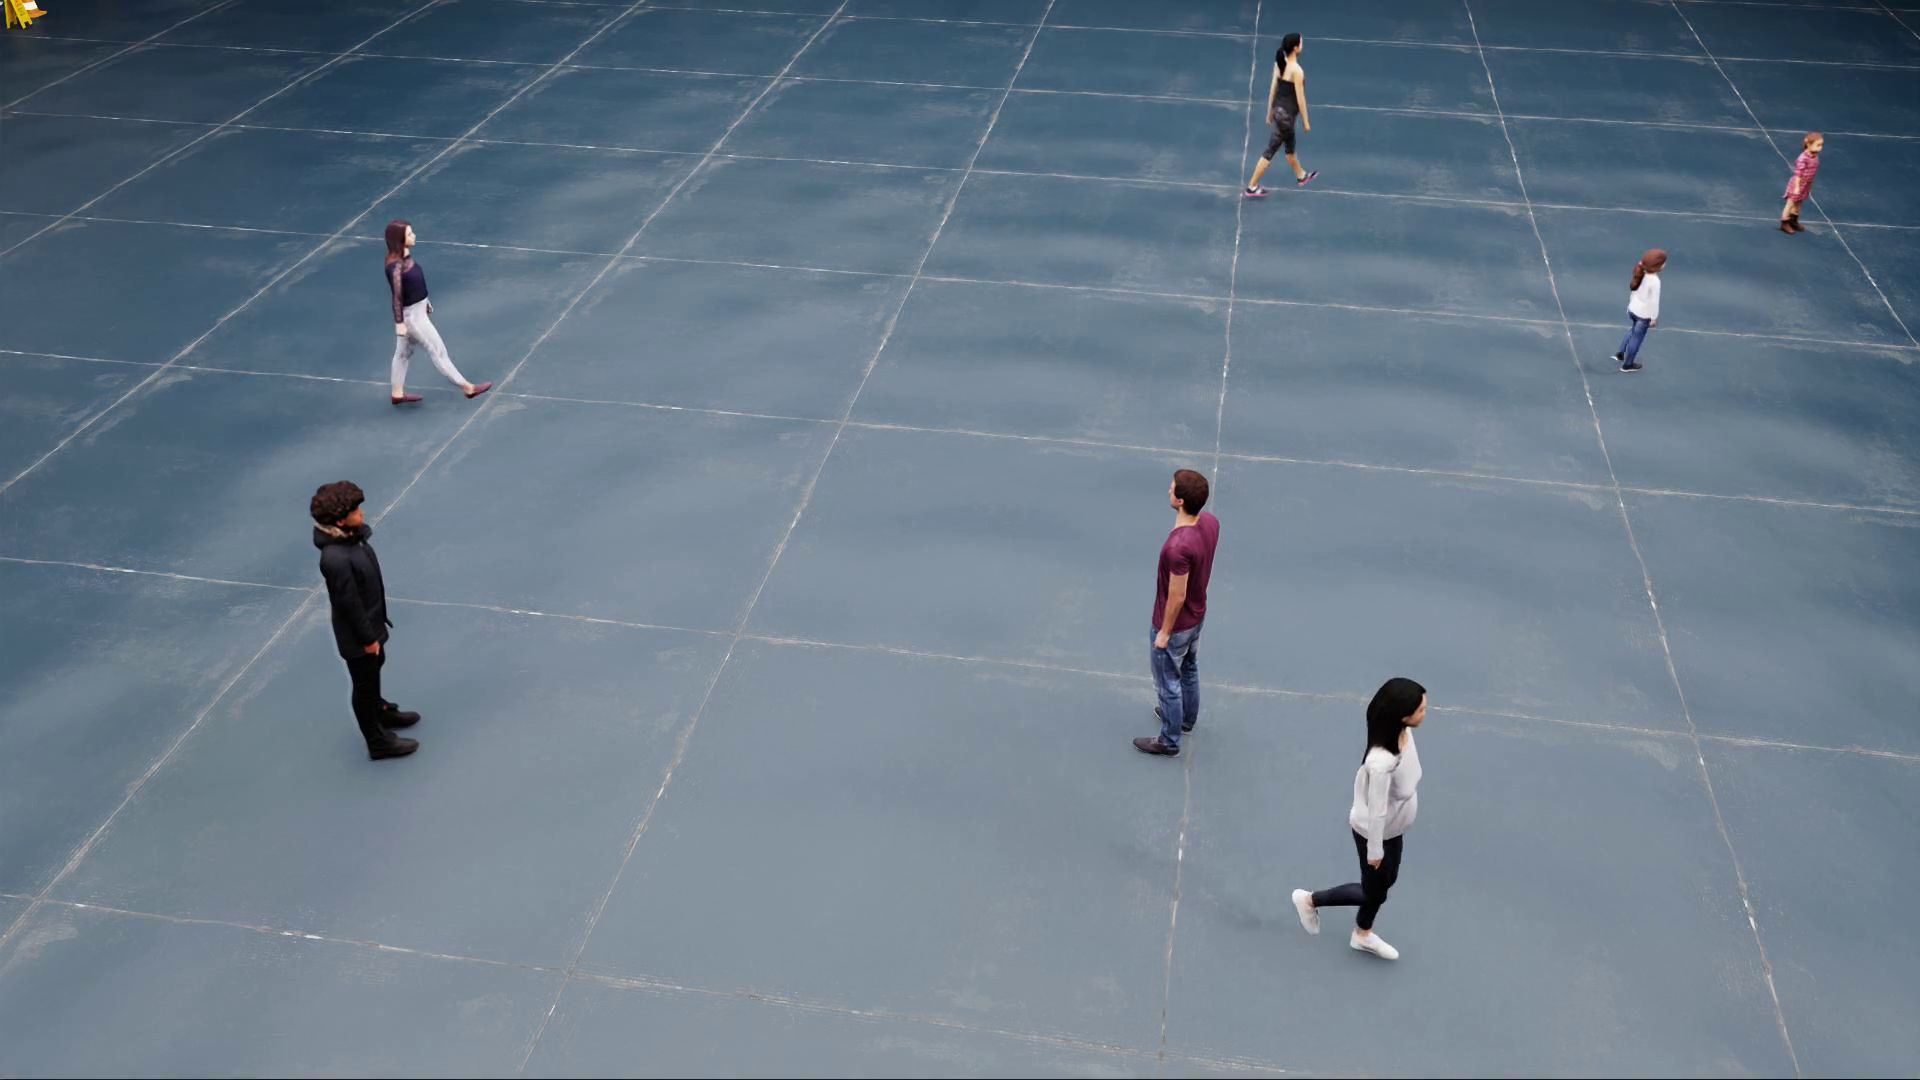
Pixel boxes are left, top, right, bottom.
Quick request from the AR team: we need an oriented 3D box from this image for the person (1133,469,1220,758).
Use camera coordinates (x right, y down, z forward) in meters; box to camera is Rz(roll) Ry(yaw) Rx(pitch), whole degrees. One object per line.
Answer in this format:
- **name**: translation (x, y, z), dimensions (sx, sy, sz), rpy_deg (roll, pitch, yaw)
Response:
- **person**: translation (1.262, 0.416, 9.543), dimensions (0.677, 1.853, 0.731), rpy_deg (17, 36, 25)

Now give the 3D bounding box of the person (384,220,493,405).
- **person**: translation (-4.428, -1.763, 13.274), dimensions (1.127, 1.559, 0.863), rpy_deg (-6, 33, -10)

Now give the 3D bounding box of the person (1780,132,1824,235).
- **person**: translation (8.451, -3.600, 16.690), dimensions (0.495, 1.021, 0.562), rpy_deg (-17, 36, -25)

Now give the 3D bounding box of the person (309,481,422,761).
- **person**: translation (-3.458, 0.458, 9.552), dimensions (0.687, 1.773, 0.695), rpy_deg (-6, 33, -9)

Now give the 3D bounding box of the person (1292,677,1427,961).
- **person**: translation (1.975, 1.376, 8.179), dimensions (0.885, 1.686, 0.769), rpy_deg (16, 36, 24)

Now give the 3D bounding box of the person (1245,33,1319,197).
- **person**: translation (3.278, -4.359, 17.270), dimensions (1.191, 1.685, 1.000), rpy_deg (-13, 35, -20)

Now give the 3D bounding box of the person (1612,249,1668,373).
- **person**: translation (5.676, -1.931, 13.963), dimensions (0.558, 1.107, 0.527), rpy_deg (-7, 33, -11)
